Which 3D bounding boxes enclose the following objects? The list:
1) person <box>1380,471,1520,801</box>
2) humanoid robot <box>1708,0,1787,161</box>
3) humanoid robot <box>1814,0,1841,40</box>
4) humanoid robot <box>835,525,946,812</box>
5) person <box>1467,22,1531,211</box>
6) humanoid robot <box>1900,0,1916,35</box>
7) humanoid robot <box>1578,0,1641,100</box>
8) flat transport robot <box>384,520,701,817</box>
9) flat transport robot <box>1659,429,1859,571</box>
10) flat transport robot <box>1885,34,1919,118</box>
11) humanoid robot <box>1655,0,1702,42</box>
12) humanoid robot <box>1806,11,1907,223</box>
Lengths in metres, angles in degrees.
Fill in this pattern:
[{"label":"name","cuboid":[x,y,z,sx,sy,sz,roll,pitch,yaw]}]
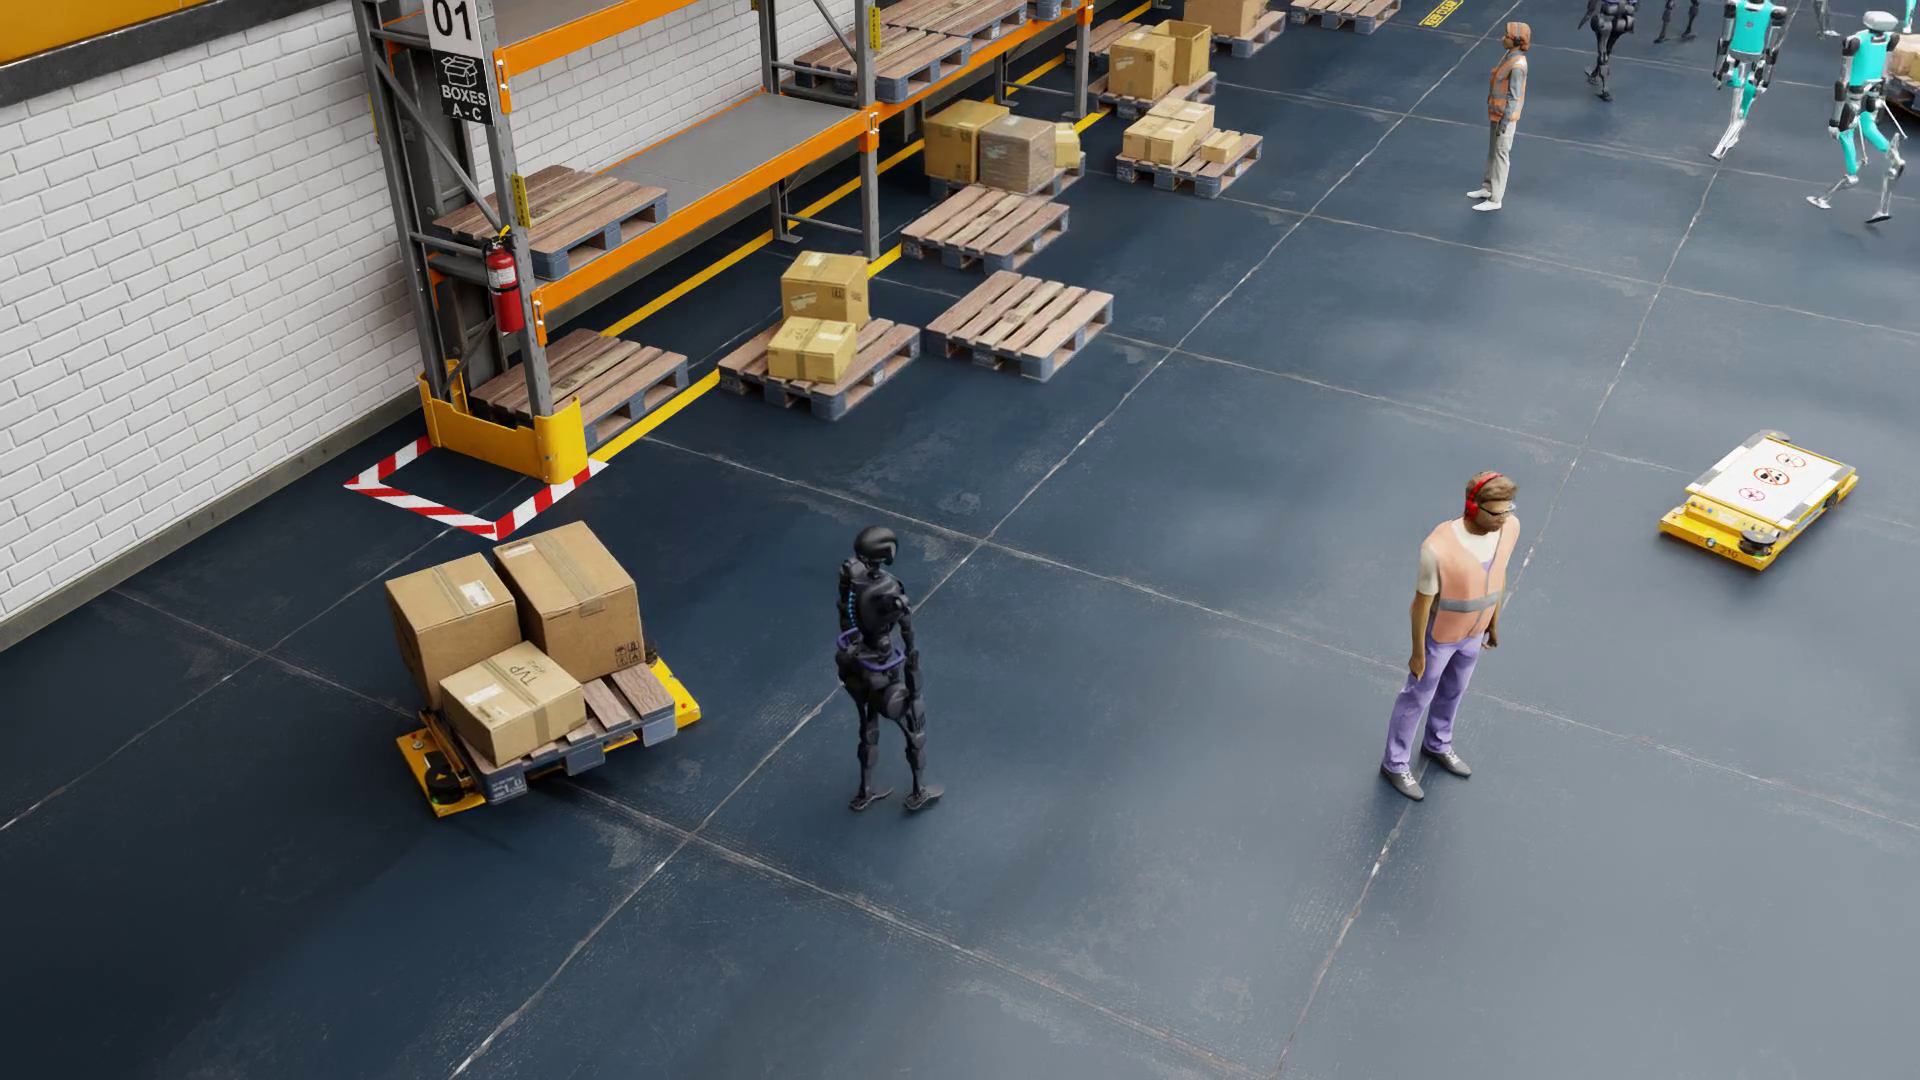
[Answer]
[{"label":"person","cuboid":[2.374,0.438,8.069,0.559,1.836,0.389,-18,38,-25]},{"label":"humanoid robot","cuboid":[7.302,-4.356,15.408,0.536,1.706,1.023,25,41,33]},{"label":"humanoid robot","cuboid":[9.892,-6.427,18.604,0.728,1.838,0.539,23,40,31]},{"label":"humanoid robot","cuboid":[-0.360,0.602,7.962,0.428,1.653,0.604,-27,42,-34]},{"label":"person","cuboid":[4.726,-3.688,14.482,0.306,1.640,0.512,4,34,6]},{"label":"humanoid robot","cuboid":[10.264,-5.842,17.645,0.539,1.775,0.718,12,35,18]},{"label":"humanoid robot","cuboid":[6.695,-5.419,17.115,0.596,1.629,0.786,-5,34,-8]},{"label":"flat transport robot","cuboid":[-2.150,0.951,8.709,1.431,0.231,0.659,-20,38,-27]},{"label":"flat transport robot","cuboid":[5.102,-0.278,10.569,1.431,0.231,0.659,-28,43,-35]},{"label":"flat transport robot","cuboid":[9.904,-4.365,16.752,0.659,0.231,1.431,-5,34,-7]},{"label":"humanoid robot","cuboid":[8.181,-6.422,18.600,0.638,1.638,0.610,-26,41,-33]},{"label":"humanoid robot","cuboid":[7.831,-3.511,14.161,0.533,1.764,0.991,-11,35,-16]}]
